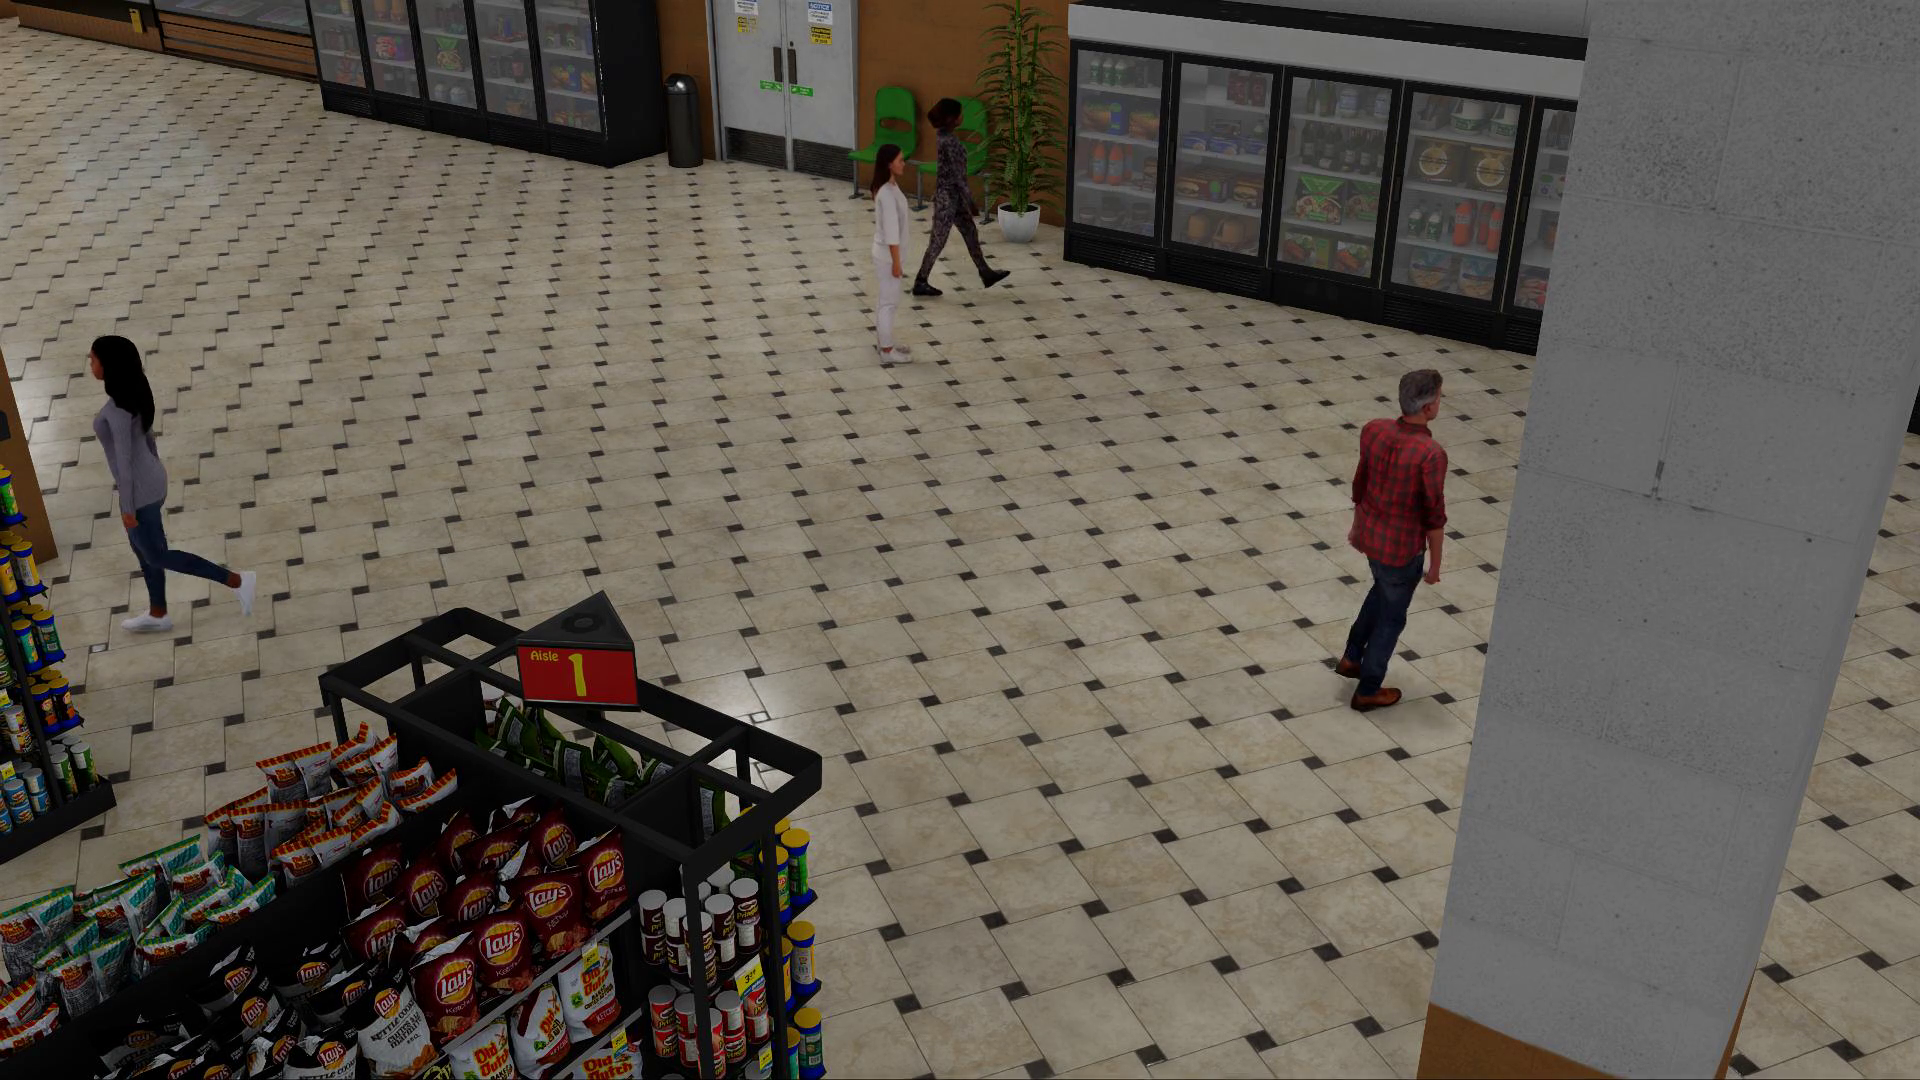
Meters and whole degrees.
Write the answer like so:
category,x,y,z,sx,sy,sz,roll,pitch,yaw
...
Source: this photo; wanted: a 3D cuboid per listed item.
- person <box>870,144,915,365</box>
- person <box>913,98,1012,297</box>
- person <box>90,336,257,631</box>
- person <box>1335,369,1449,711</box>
category,x,y,z,sx,sy,sz,roll,pitch,yaw
person,-0.544,-2.207,12.808,0.740,1.689,0.671,-3,27,-6
person,-0.168,-2.851,14.093,1.069,1.673,1.078,-2,27,-4
person,-4.284,-0.256,8.930,1.090,1.717,0.995,-7,28,-13
person,2.079,0.031,8.252,0.834,1.818,0.828,-14,30,-26
